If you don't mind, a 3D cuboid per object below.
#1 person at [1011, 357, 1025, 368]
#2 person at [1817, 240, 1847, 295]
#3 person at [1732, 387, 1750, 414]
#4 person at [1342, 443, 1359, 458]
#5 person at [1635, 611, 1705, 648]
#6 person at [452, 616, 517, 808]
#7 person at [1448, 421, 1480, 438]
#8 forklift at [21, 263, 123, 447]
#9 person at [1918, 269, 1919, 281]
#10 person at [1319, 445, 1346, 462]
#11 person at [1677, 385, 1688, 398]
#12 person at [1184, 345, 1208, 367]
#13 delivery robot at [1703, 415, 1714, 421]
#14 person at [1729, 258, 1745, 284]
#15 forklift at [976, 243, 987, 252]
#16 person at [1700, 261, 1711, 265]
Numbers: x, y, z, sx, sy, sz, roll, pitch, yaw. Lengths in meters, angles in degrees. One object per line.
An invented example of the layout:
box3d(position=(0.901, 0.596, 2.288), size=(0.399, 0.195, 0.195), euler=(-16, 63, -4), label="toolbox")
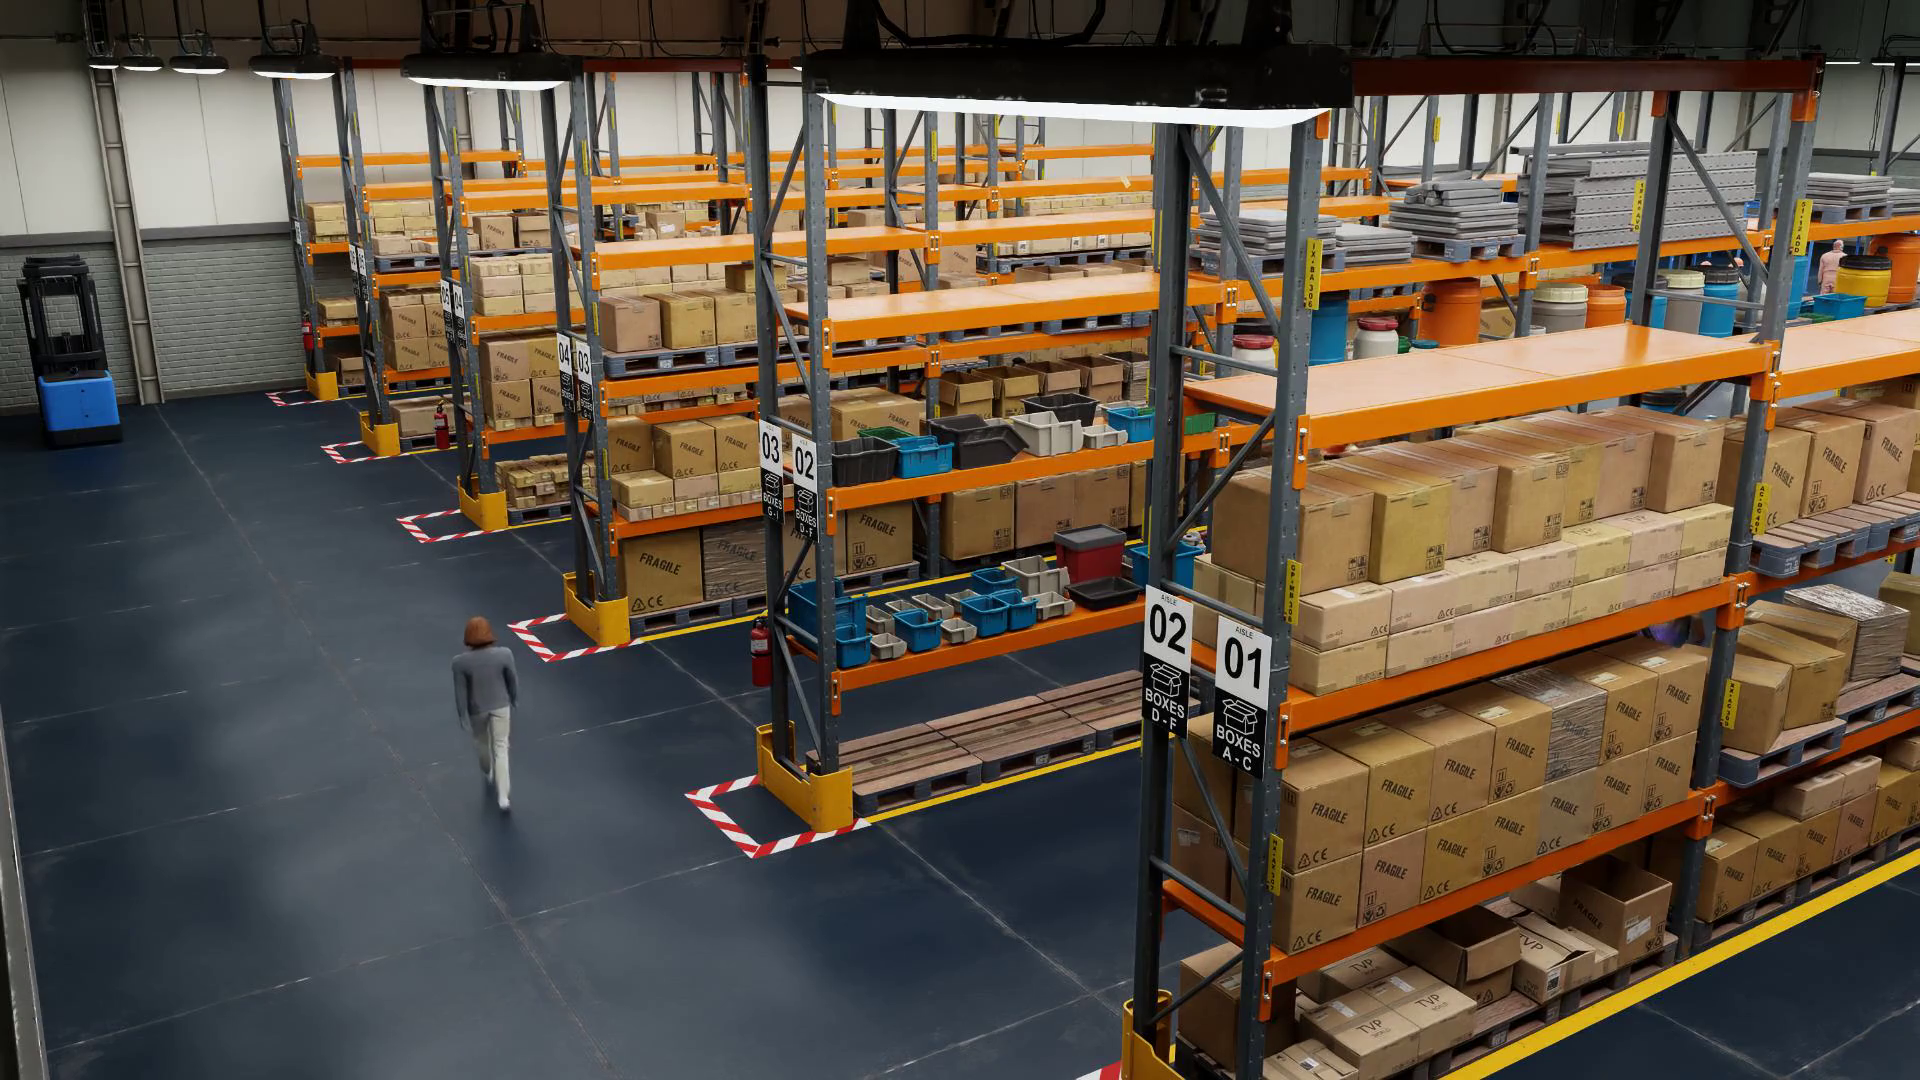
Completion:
box3d(position=(0.883, -1.921, 23.835), size=(0.315, 1.696, 0.541), euler=(-1, 17, -3), label="person")
box3d(position=(20.563, -6.094, 37.175), size=(0.641, 1.904, 0.401), euler=(16, 23, 42), label="person")
box3d(position=(11.069, -1.501, 22.103), size=(0.994, 1.891, 0.606), euler=(-9, 19, -28), label="person")
box3d(position=(4.550, -0.506, 18.973), size=(0.429, 1.834, 0.633), euler=(-9, 19, -27), label="person")
box3d(position=(6.380, 0.948, 14.274), size=(0.981, 1.797, 0.586), euler=(-8, 19, -25), label="person")
box3d(position=(-3.928, 1.404, 13.123), size=(0.497, 1.587, 0.888), euler=(-5, 18, -15), label="person")
box3d(position=(7.069, -1.526, 22.251), size=(0.319, 1.871, 0.532), euler=(-9, 19, -28), label="person")
box3d(position=(-14.518, -3.079, 25.708), size=(1.129, 2.768, 1.873), euler=(-10, 20, -31), label="forklift")
box3d(position=(22.349, -5.899, 36.980), size=(0.515, 1.636, 0.315), euler=(-6, 18, -18), label="person")
box3d(position=(4.179, -0.232, 17.823), size=(0.773, 1.974, 0.649), euler=(-7, 18, -21), label="person")
box3d(position=(13.141, -3.478, 28.479), size=(0.402, 1.981, 0.704), euler=(2, 17, 8), label="person")
box3d(position=(3.618, -2.124, 24.316), size=(0.591, 1.811, 0.530), euler=(14, 22, 39), label="person")
box3d(position=(11.900, -1.738, 25.078), size=(0.707, 0.478, 0.477), euler=(-1, 17, -3), label="delivery robot")
box3d(position=(16.471, -5.049, 33.683), size=(0.361, 1.940, 0.543), euler=(-5, 18, -15), label="person")
box3d(position=(0.988, -5.474, 34.718), size=(1.214, 2.155, 2.313), euler=(-10, 20, -31), label="forklift")
box3d(position=(15.546, -4.893, 33.176), size=(0.544, 1.937, 0.358), euler=(2, 17, 5), label="person")
